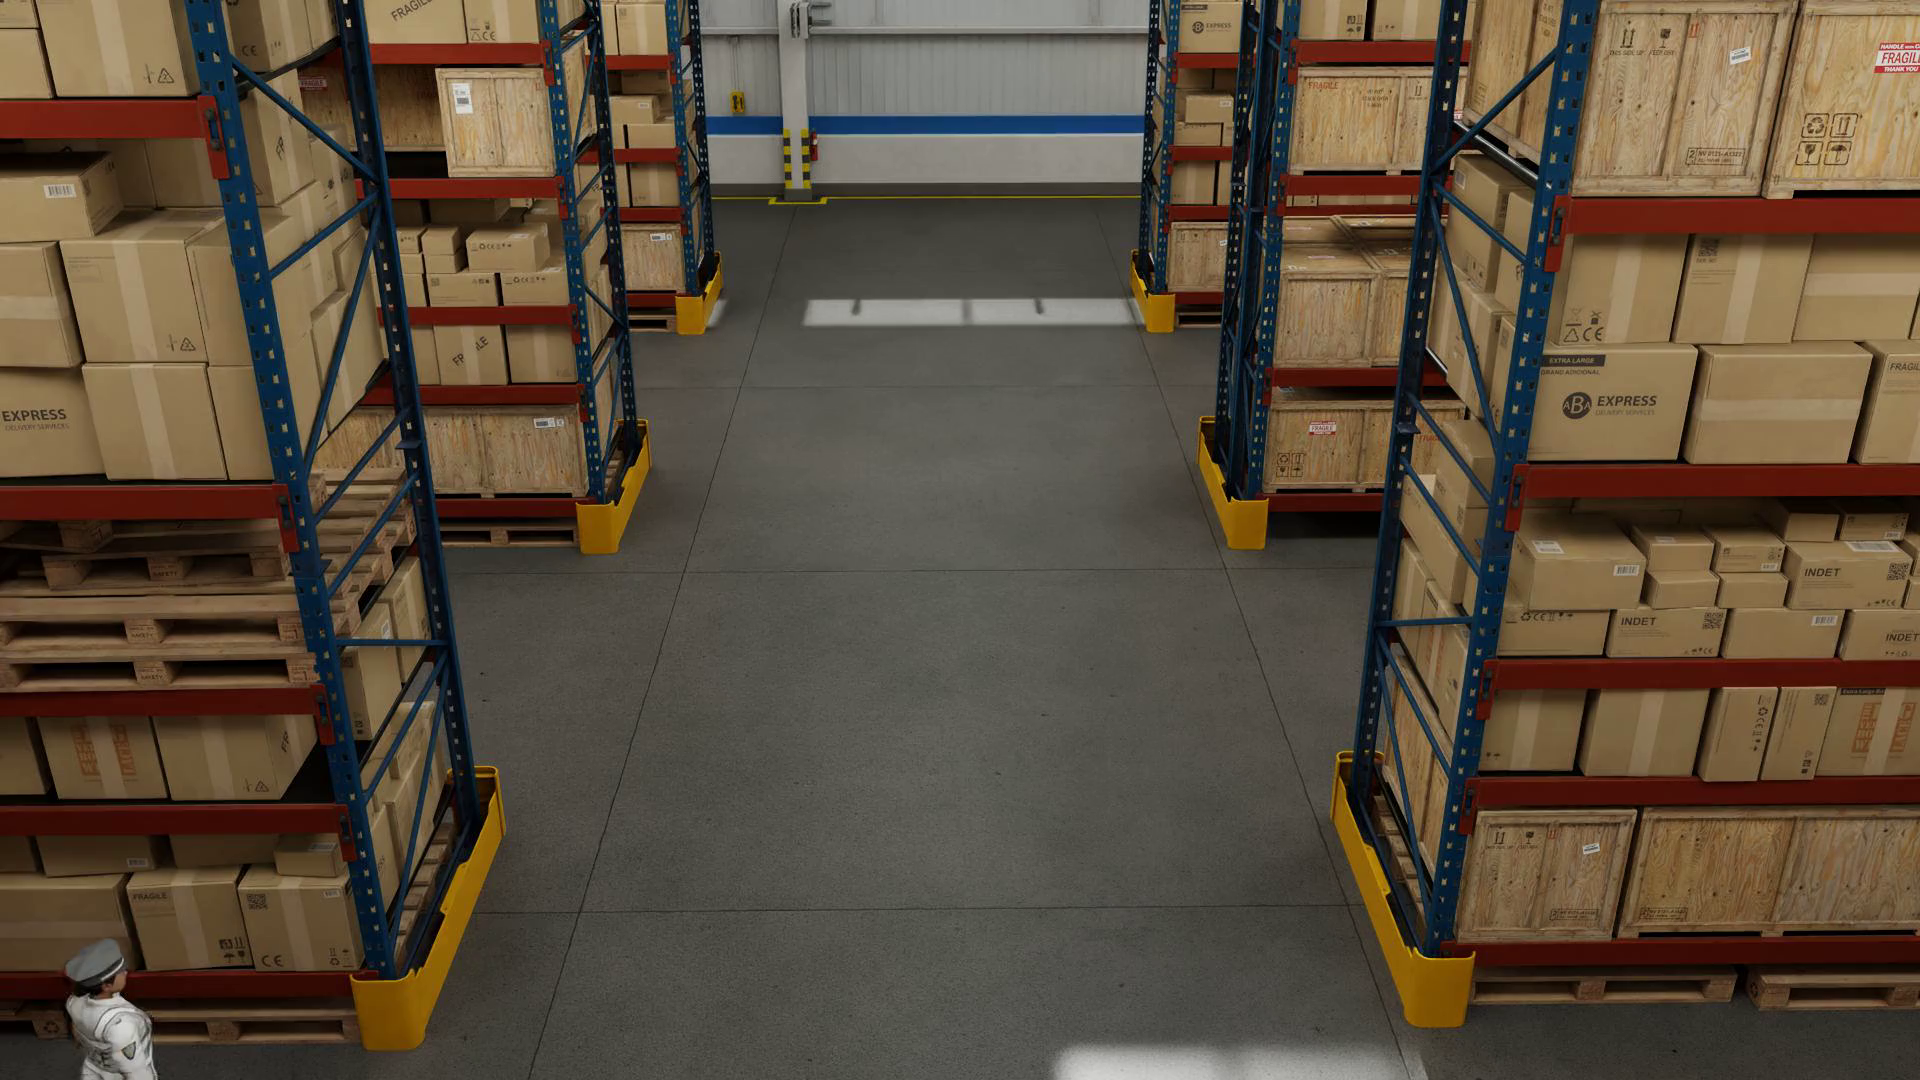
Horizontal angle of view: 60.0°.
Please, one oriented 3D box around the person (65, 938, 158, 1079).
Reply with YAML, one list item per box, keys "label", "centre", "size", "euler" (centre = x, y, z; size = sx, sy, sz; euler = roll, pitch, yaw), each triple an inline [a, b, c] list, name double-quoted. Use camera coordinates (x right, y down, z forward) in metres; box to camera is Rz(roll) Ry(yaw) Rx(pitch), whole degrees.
- label: "person"
  centre: [-4.127, 2.723, 8.128]
  size: [0.494, 1.674, 0.538]
  euler: [17, 30, 32]
